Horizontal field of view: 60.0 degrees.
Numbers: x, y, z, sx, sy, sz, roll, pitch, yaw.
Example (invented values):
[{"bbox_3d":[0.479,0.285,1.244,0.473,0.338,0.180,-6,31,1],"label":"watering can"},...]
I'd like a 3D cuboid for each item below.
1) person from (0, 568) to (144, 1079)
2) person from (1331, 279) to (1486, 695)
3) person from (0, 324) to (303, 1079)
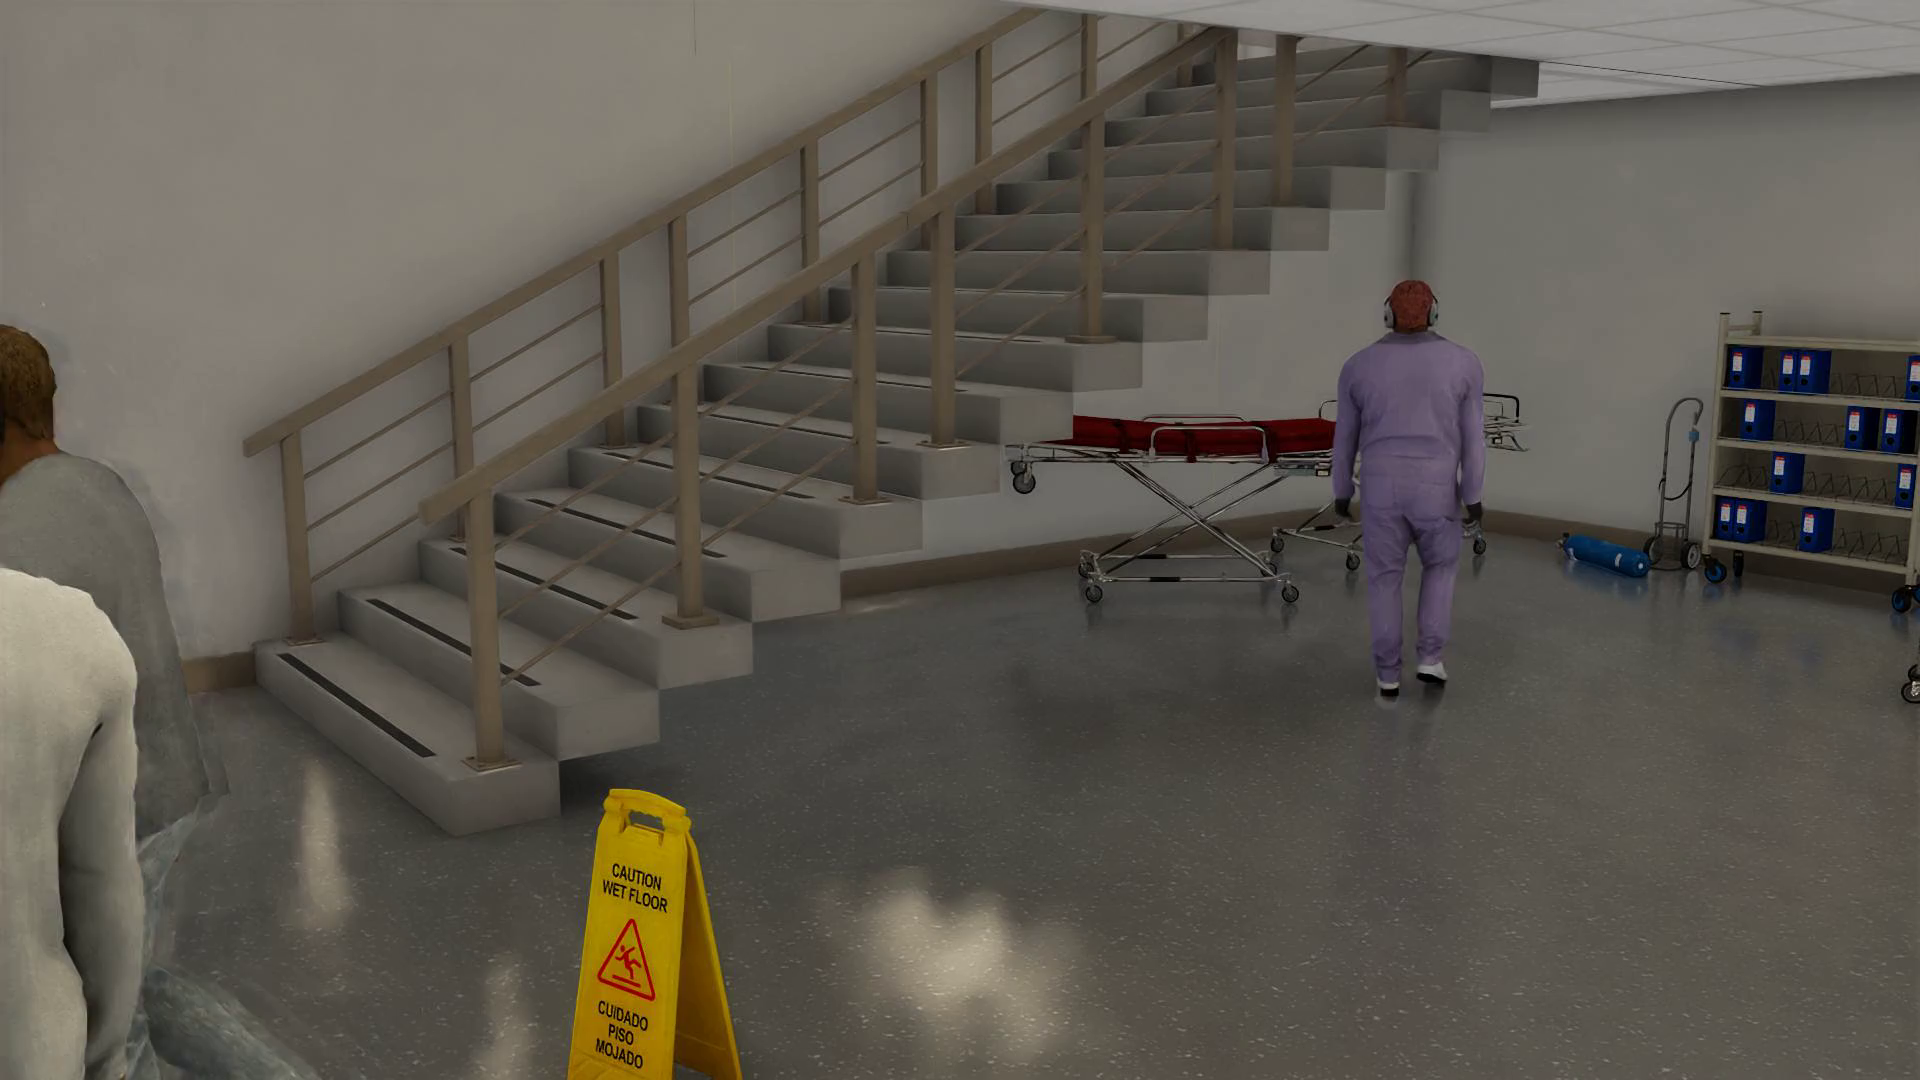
[{"bbox_3d":[-1.268,0.721,1.986,0.372,1.940,0.627,5,11,29],"label":"person"},{"bbox_3d":[2.043,-0.238,7.618,0.681,1.893,0.511,3,10,18],"label":"person"},{"bbox_3d":[-1.564,0.540,3.119,0.596,1.916,0.640,-2,10,-12],"label":"person"}]
